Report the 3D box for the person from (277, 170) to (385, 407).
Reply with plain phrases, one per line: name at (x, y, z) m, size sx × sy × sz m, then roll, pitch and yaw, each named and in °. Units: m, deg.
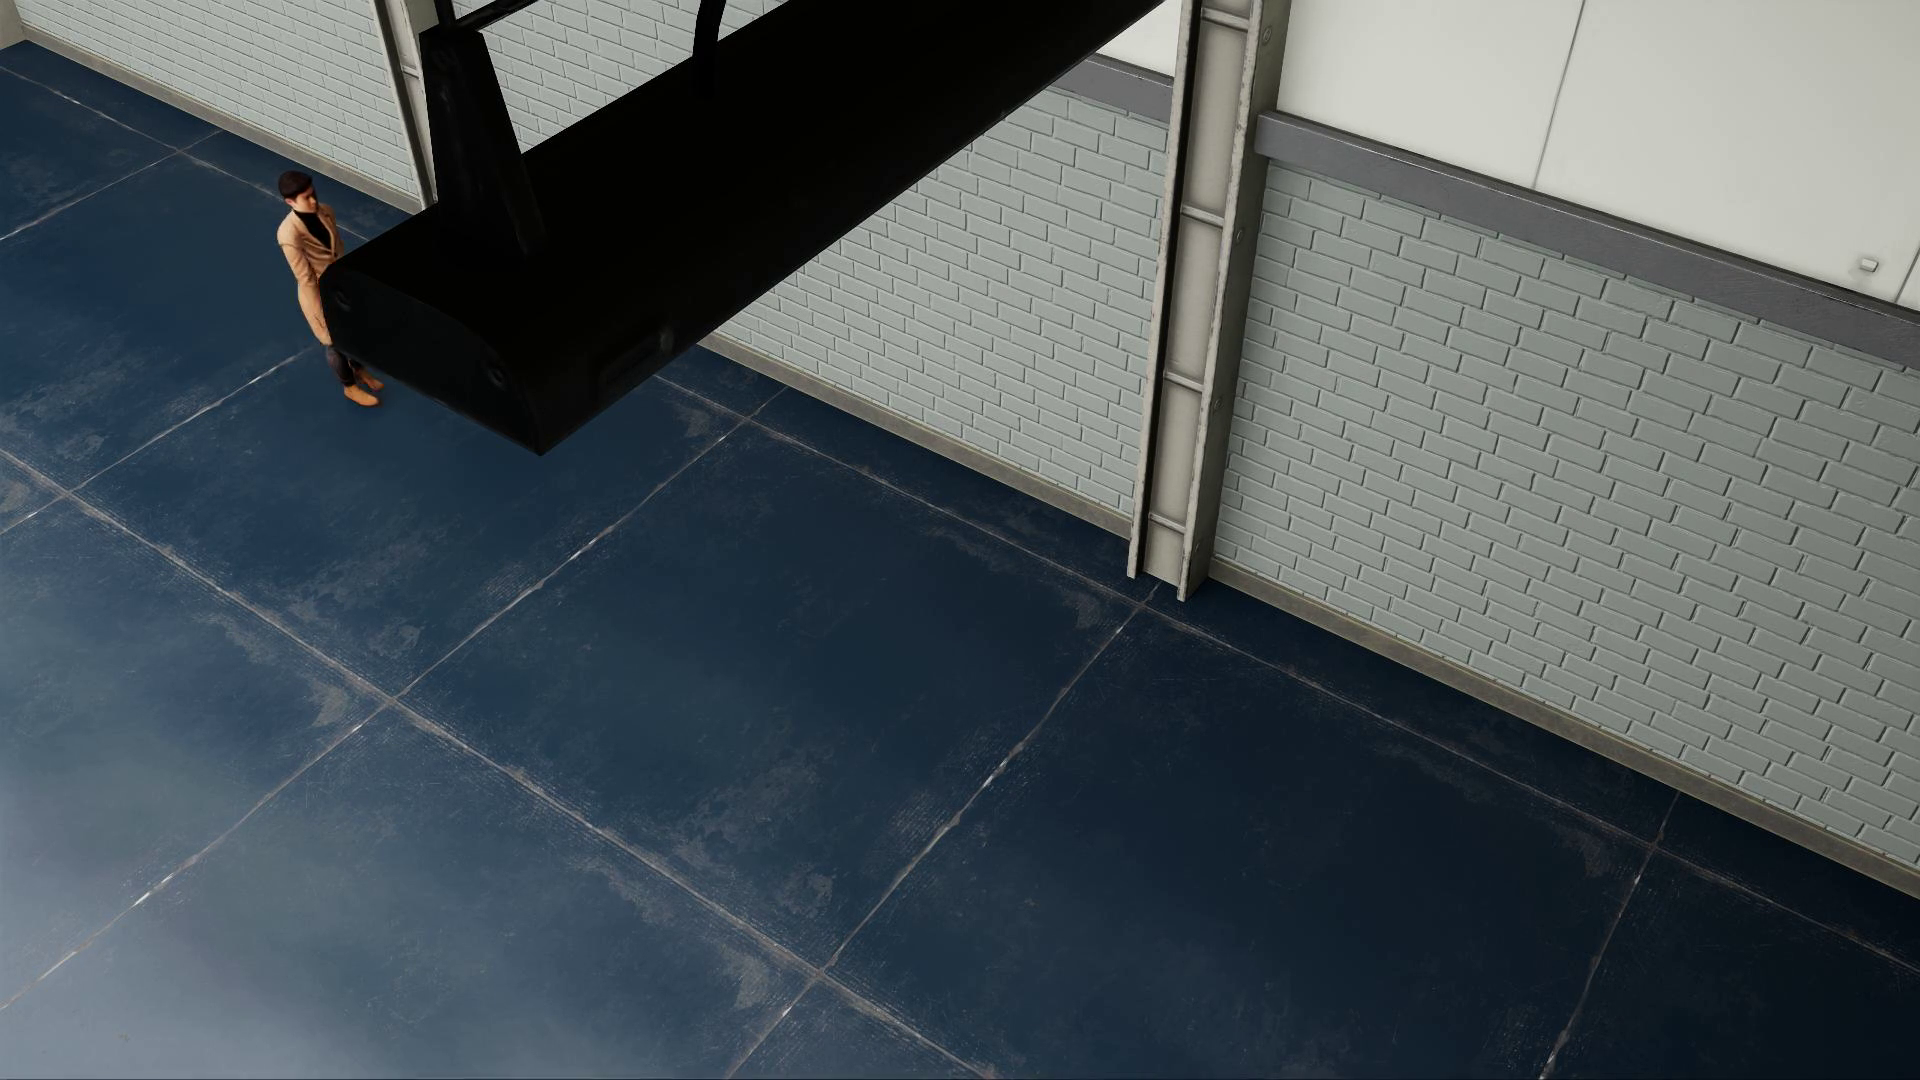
person at (-4.060, -1.584, 10.518) m, size 0.720 × 1.713 × 0.699 m, roll 17°, pitch 46°, yaw 17°
